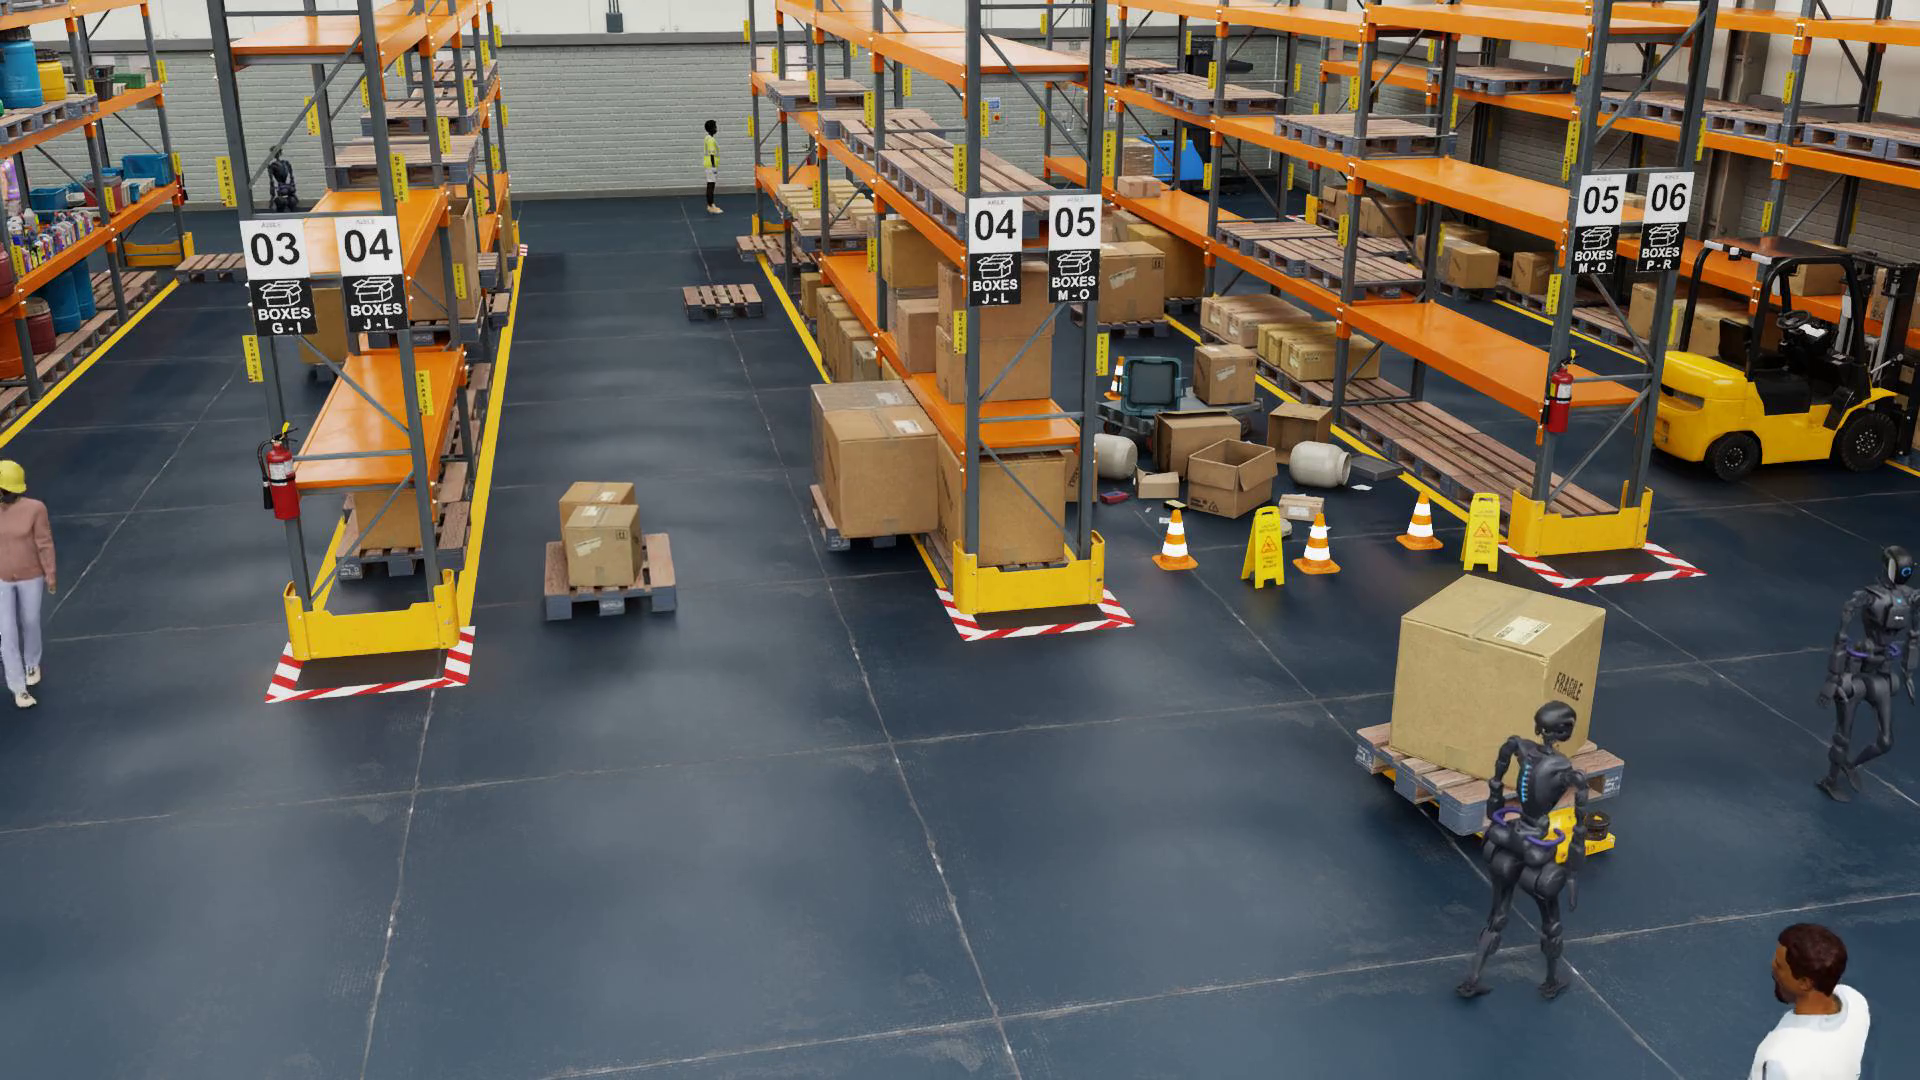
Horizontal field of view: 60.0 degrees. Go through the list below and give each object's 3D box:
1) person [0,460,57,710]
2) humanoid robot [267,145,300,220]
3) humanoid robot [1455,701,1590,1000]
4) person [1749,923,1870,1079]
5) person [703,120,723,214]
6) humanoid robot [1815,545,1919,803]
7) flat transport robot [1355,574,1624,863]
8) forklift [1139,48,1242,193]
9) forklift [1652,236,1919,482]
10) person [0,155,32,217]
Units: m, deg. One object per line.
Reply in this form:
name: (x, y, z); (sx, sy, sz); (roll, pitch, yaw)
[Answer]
person: (-6.484, 0.284, 11.374); (0.592, 1.700, 0.834); (-13, 24, -32)
humanoid robot: (-11.281, -5.769, 27.785); (0.780, 1.627, 0.616); (7, 22, 18)
humanoid robot: (2.797, 1.510, 8.158); (0.611, 1.644, 0.603); (-14, 24, -32)
person: (2.960, 2.191, 6.009); (0.602, 1.868, 0.965); (-15, 25, -34)
person: (-4.583, -6.900, 30.727); (0.322, 1.696, 0.533); (-4, 21, -12)
humanoid robot: (5.466, 0.808, 10.001); (0.608, 1.643, 0.338); (-3, 21, -8)
flat transport robot: (3.179, 1.533, 10.075); (0.659, 0.231, 1.431); (-9, 22, -23)
forklift: (4.566, -8.313, 32.860); (1.873, 2.768, 1.129); (-4, 21, -12)
forklift: (8.013, -1.814, 16.330); (2.313, 2.155, 1.214); (-4, 21, -12)
person: (-15.368, -5.565, 27.152); (0.350, 1.688, 0.488); (11, 23, 26)
